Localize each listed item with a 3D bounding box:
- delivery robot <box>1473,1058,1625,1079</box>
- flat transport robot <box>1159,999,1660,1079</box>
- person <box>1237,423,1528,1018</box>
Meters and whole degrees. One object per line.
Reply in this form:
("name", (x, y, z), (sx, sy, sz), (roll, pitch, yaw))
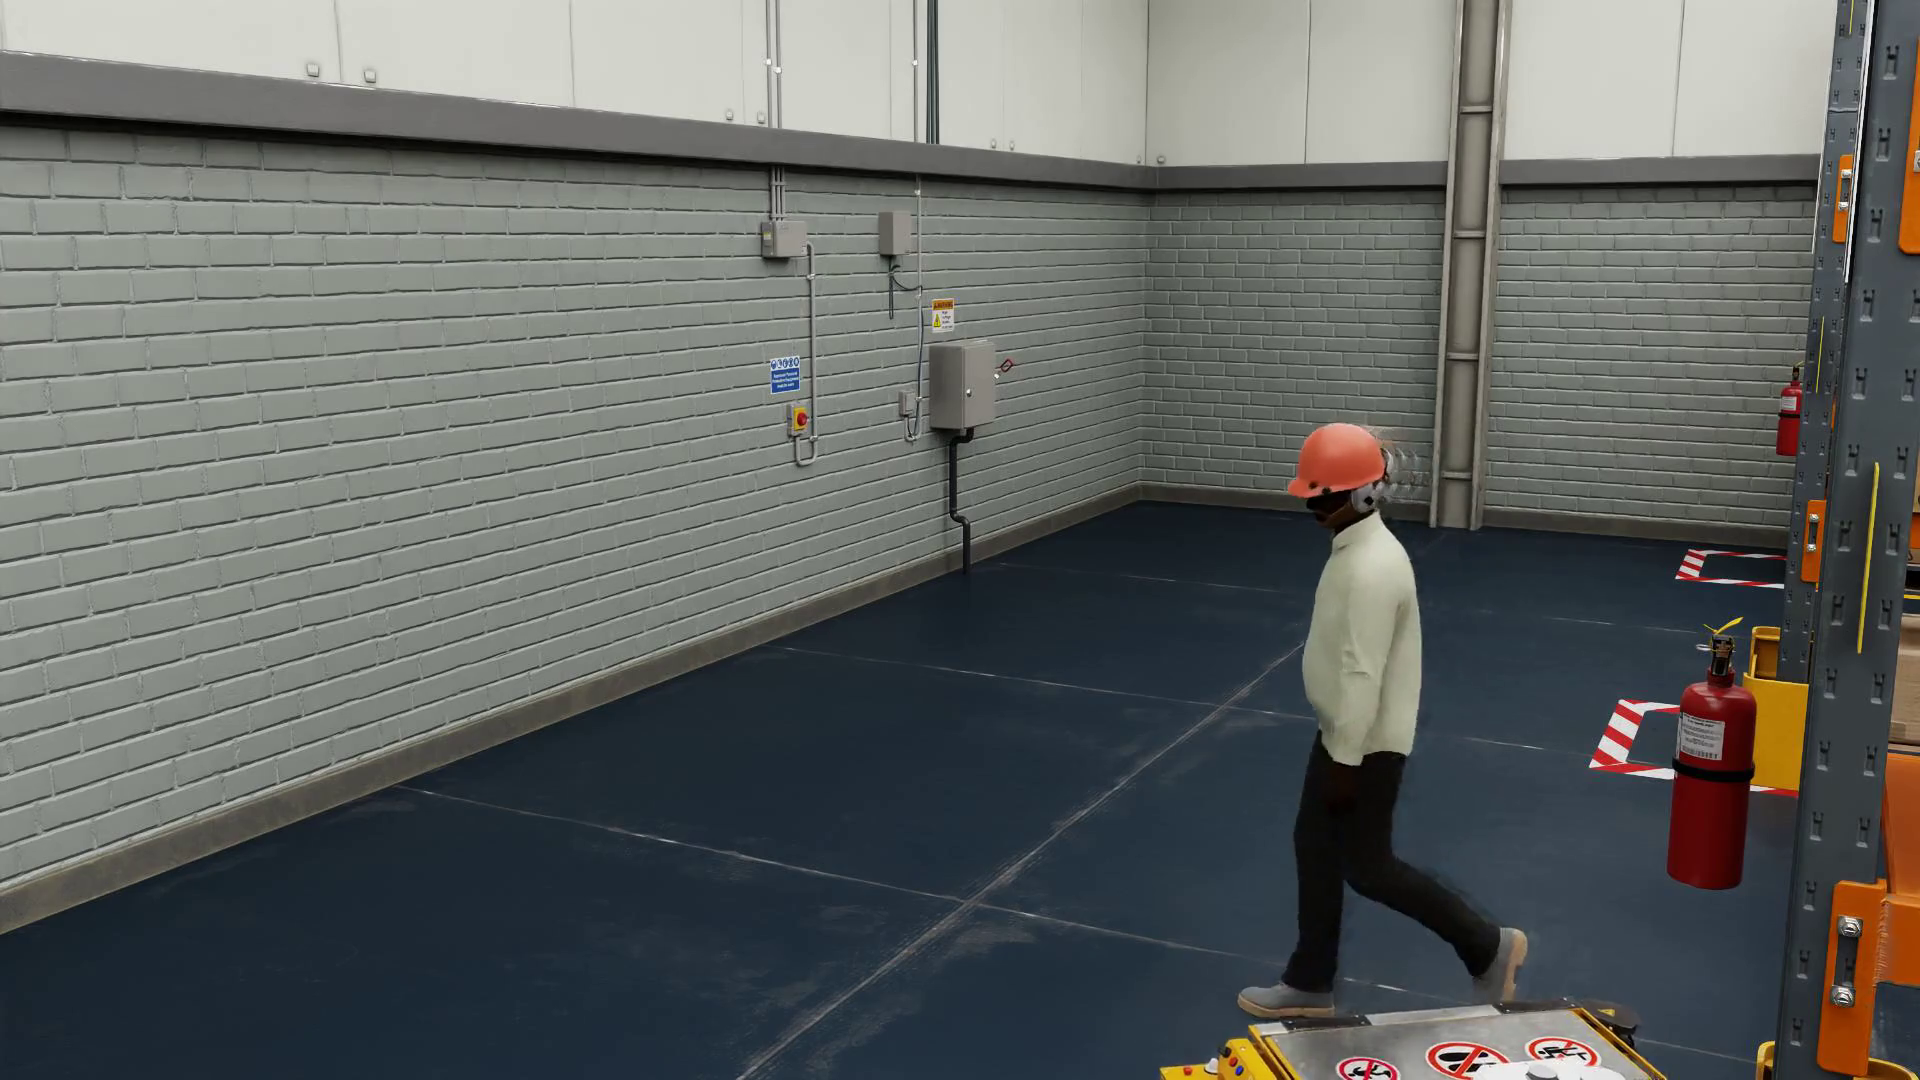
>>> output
("delivery robot", (1.500, 1.489, 3.922), (0.477, 0.478, 0.707), (-2, 11, -10))
("flat transport robot", (1.336, 1.549, 4.625), (1.431, 0.197, 0.652), (-2, 11, -10))
("person", (1.341, 0.601, 5.211), (0.803, 1.955, 0.627), (1, 10, 4))
